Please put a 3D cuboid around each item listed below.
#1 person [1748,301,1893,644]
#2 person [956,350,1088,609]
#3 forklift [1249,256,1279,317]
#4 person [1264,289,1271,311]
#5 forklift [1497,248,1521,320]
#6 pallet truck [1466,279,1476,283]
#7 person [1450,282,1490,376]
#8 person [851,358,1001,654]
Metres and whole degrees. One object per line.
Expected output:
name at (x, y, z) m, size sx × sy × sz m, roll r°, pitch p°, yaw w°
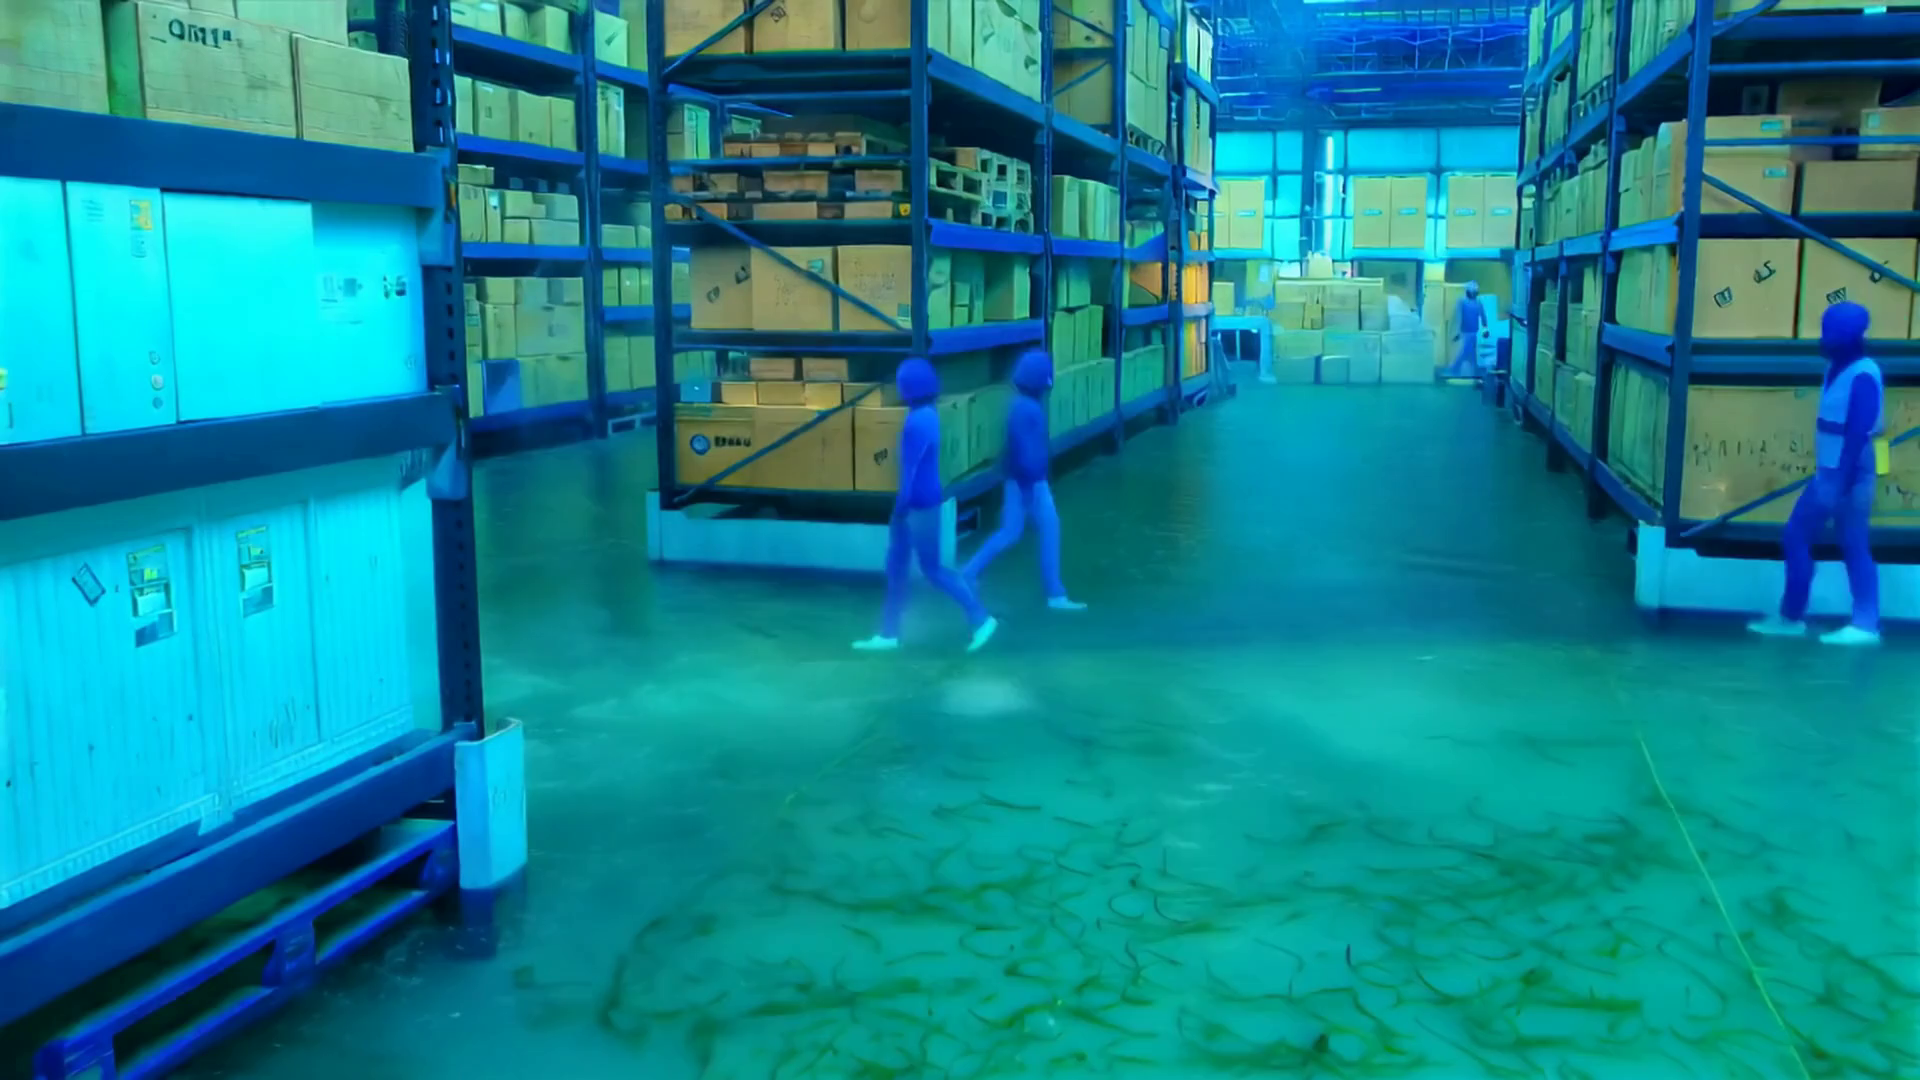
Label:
person at (4.760, -0.360, 9.178) m, size 0.787 × 1.889 × 0.625 m, roll 2°, pitch 9°, yaw 12°
person at (0.349, -0.363, 10.143) m, size 0.806 × 1.599 × 0.510 m, roll 2°, pitch 9°, yaw 15°
forklift at (11.325, -9.117, 61.693) m, size 1.129 × 2.768 × 1.873 m, roll 2°, pitch 9°, yaw 15°
person at (10.094, -7.387, 53.687) m, size 0.359 × 1.938 × 0.632 m, roll -8°, pitch 12°, yaw -42°
forklift at (14.837, -6.388, 44.357) m, size 1.129 × 2.768 × 1.873 m, roll 5°, pitch 10°, yaw 30°
pallet truck at (18.896, -8.459, 60.307) m, size 1.885 × 1.965 × 0.823 m, roll 5°, pitch 10°, yaw 31°
person at (10.231, -4.198, 33.443) m, size 0.623 × 1.952 × 1.038 m, roll -5°, pitch 10°, yaw -31°
person at (-0.173, -0.172, 8.919) m, size 0.783 × 1.603 × 0.509 m, roll 0°, pitch 9°, yaw 0°
